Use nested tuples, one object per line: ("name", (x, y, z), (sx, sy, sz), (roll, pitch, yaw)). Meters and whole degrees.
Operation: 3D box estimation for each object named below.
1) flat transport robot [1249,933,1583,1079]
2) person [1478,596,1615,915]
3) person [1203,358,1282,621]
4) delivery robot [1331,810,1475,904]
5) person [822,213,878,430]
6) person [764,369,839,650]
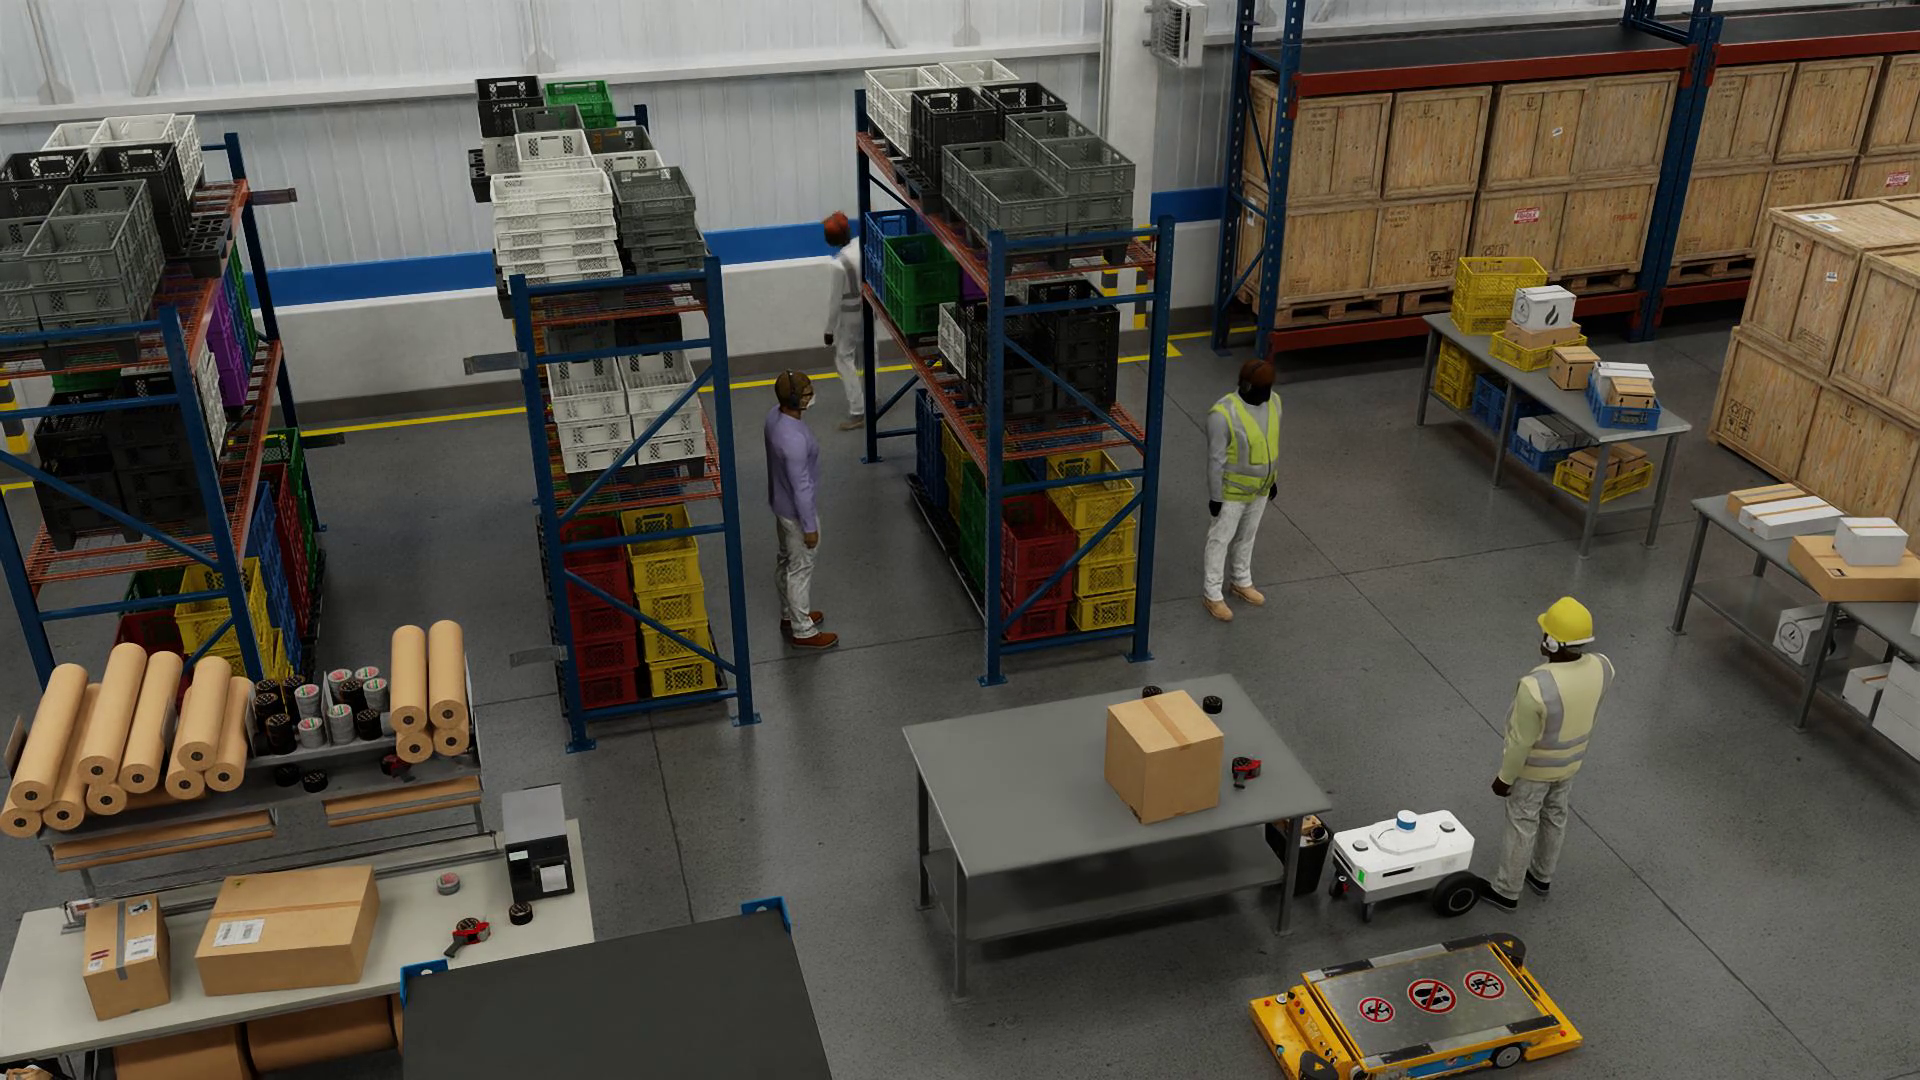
("flat transport robot", (2.184, 2.282, 7.980), (1.431, 0.197, 0.652), (-8, 30, -14))
("person", (2.975, 1.103, 8.516), (0.590, 1.833, 0.403), (-16, 32, -26))
("person", (1.906, -0.355, 11.164), (0.619, 1.841, 0.430), (-20, 35, -32))
("delivery robot", (2.323, 1.645, 8.754), (0.707, 0.478, 0.477), (-9, 30, -15))
("person", (-0.874, -1.867, 13.910), (0.346, 1.853, 0.672), (16, 33, 27))
("person", (-1.051, -0.201, 10.780), (0.372, 1.940, 0.631), (-10, 30, -18))
